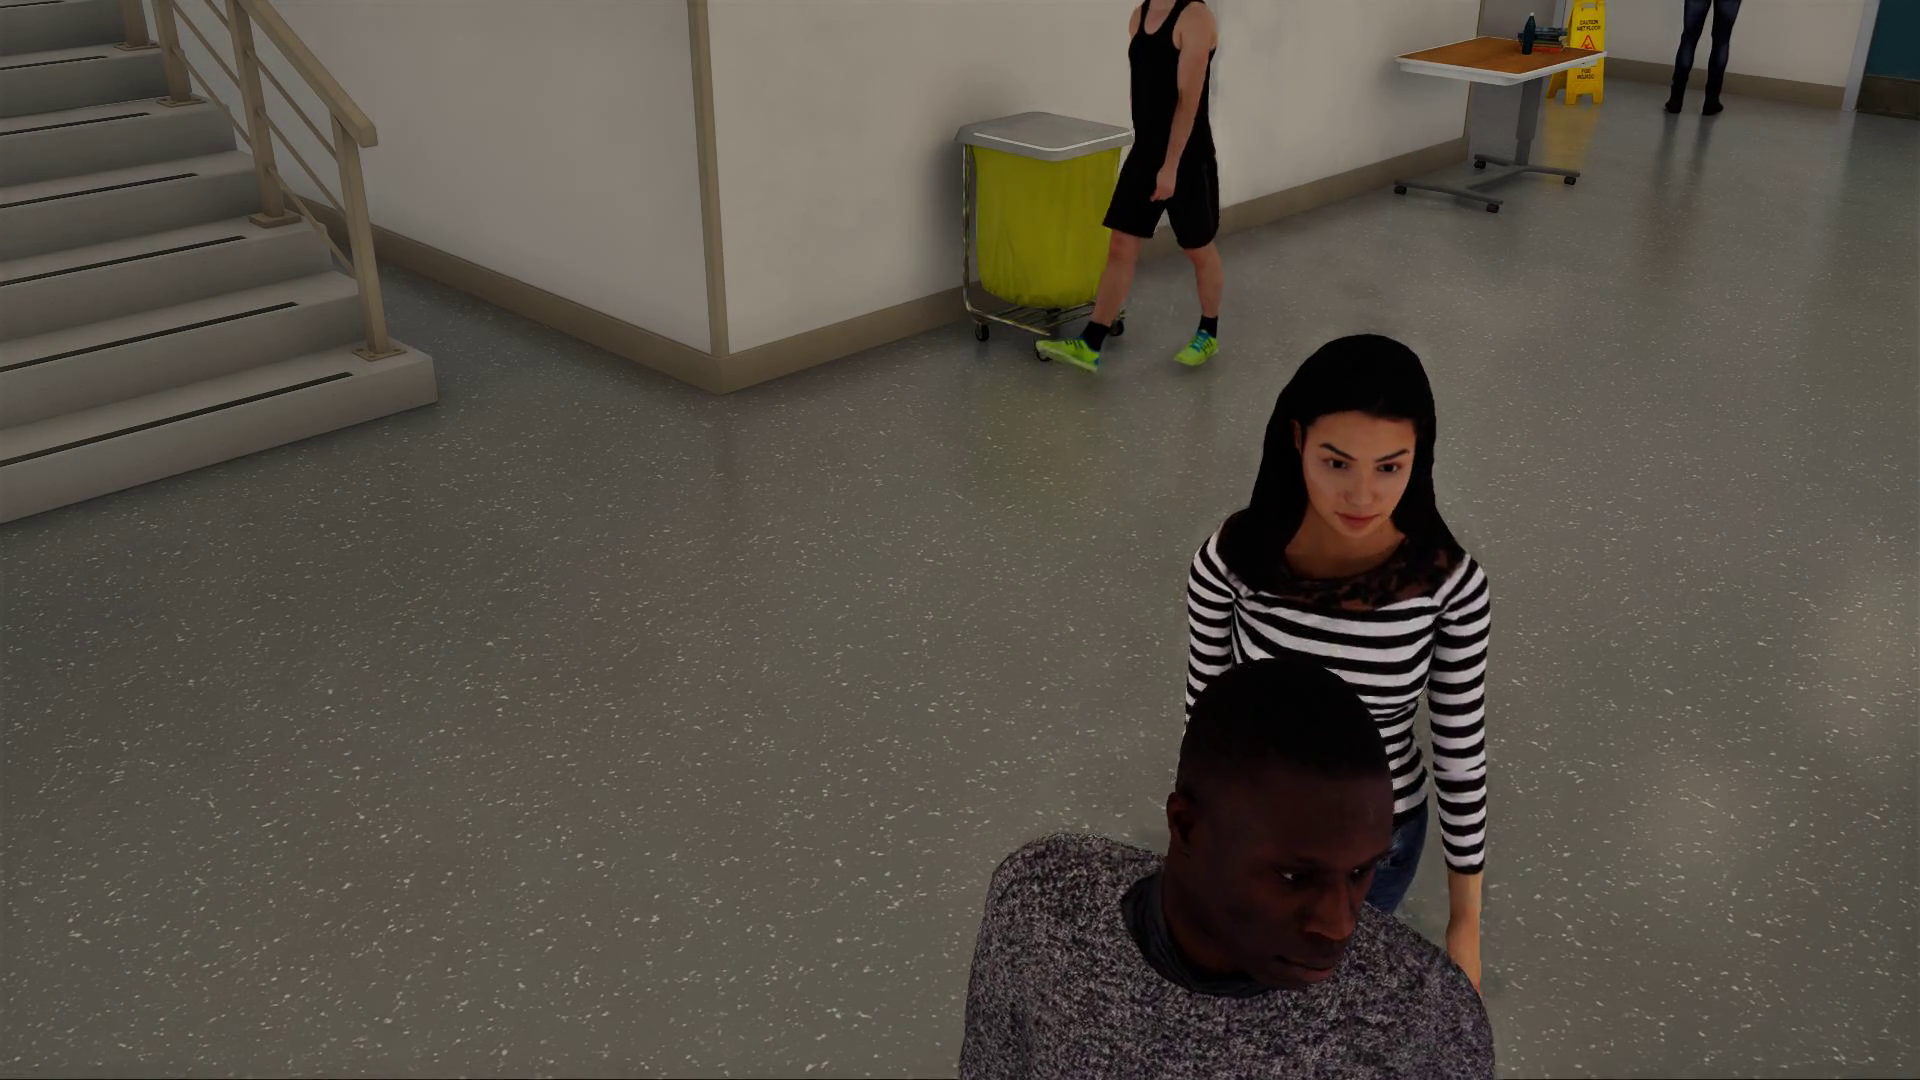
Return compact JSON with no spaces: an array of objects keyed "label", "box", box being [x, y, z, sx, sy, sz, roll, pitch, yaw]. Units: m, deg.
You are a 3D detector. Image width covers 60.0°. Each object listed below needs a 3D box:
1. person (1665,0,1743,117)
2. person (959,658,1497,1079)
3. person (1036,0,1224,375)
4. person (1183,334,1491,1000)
[{"label":"person","box":[5.429,-4.033,11.921,0.636,1.894,0.791,9,27,18]},{"label":"person","box":[0.282,0.874,1.864,1.196,1.790,1.103,8,27,17]},{"label":"person","box":[0.938,-1.575,6.892,0.831,1.835,1.124,-21,33,-37]},{"label":"person","box":[0.567,0.503,2.701,1.172,1.731,1.153,2,26,5]}]
